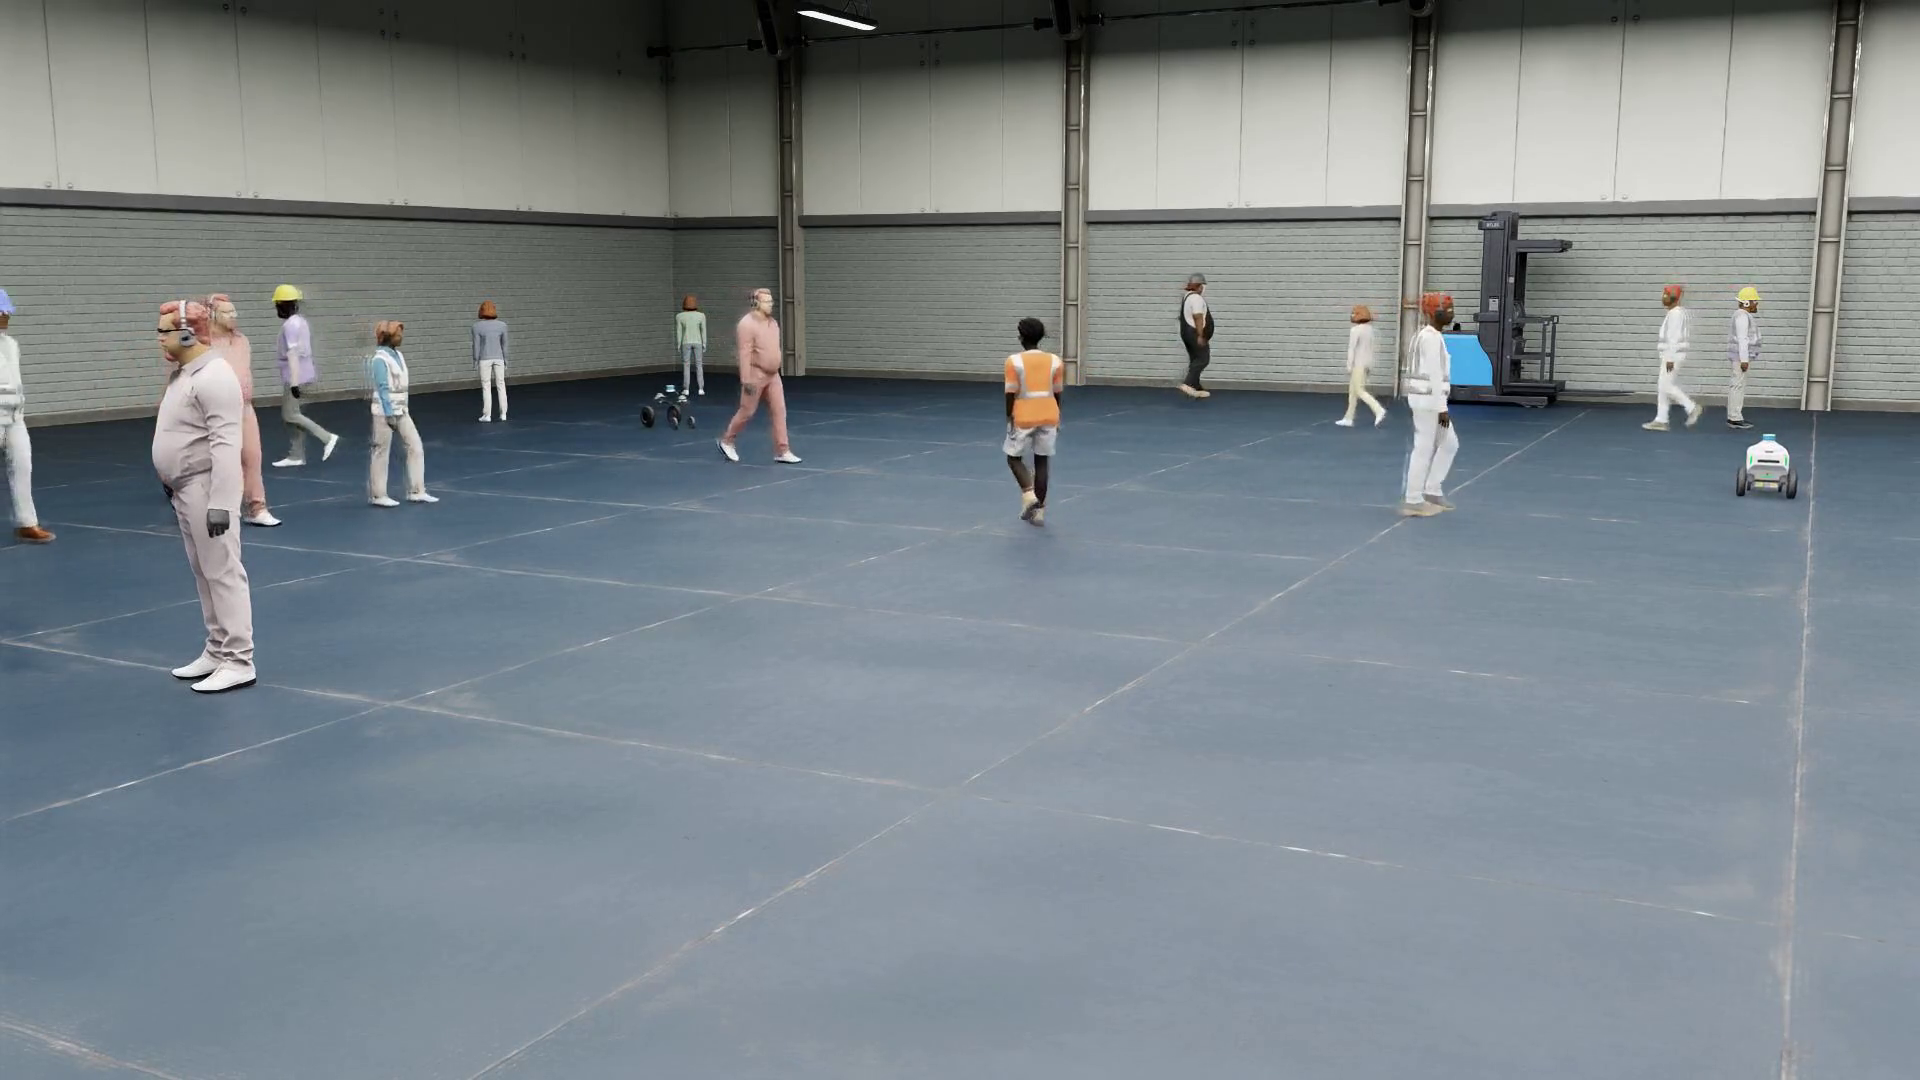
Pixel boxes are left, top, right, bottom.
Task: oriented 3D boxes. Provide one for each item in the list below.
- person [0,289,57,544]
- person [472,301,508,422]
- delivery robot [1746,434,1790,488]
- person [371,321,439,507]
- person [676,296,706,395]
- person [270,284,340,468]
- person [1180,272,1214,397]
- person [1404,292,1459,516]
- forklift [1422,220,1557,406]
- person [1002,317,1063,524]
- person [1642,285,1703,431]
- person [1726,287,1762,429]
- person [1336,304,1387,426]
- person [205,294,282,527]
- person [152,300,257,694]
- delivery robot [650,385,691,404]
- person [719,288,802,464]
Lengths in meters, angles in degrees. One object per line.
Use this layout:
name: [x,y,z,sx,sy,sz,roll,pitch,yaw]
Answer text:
person: [-7.319,-0.924,12.480,0.816,1.928,0.625,1,9,6]
person: [-6.397,-2.433,22.666,0.502,1.636,0.280,-7,11,-36]
delivery robot: [7.450,-0.732,15.343,0.477,0.478,0.707,4,10,24]
person: [-4.837,-1.086,14.407,0.684,1.609,0.539,1,9,4]
person: [-4.443,-3.218,27.506,0.500,1.636,0.280,-2,10,-15]
person: [-6.866,-1.705,17.359,0.651,1.905,0.595,-1,9,-8]
person: [3.833,-3.297,26.880,0.535,2.000,0.720,-1,9,-8]
person: [4.008,-1.124,13.903,0.571,1.868,0.579,3,10,19]
forklift: [8.245,-3.527,25.720,1.873,2.768,1.129,5,10,27]
person: [0.599,-0.956,13.410,0.533,1.679,0.410,-3,10,-19]
person: [9.163,-2.330,21.317,0.600,1.872,0.600,3,10,18]
person: [10.272,-2.391,21.800,0.403,1.834,0.589,3,10,19]
person: [5.297,-2.289,21.858,0.714,1.605,0.507,8,12,40]
person: [-5.972,-1.046,13.395,0.922,1.875,0.651,4,10,23]
person: [-3.730,-0.215,8.166,0.403,1.904,0.651,-7,11,-36]
delivery robot: [-3.810,-1.920,21.873,0.335,0.223,0.698,-9,13,-43]
person: [-2.187,-1.768,17.863,0.946,1.872,0.657,6,11,31]
